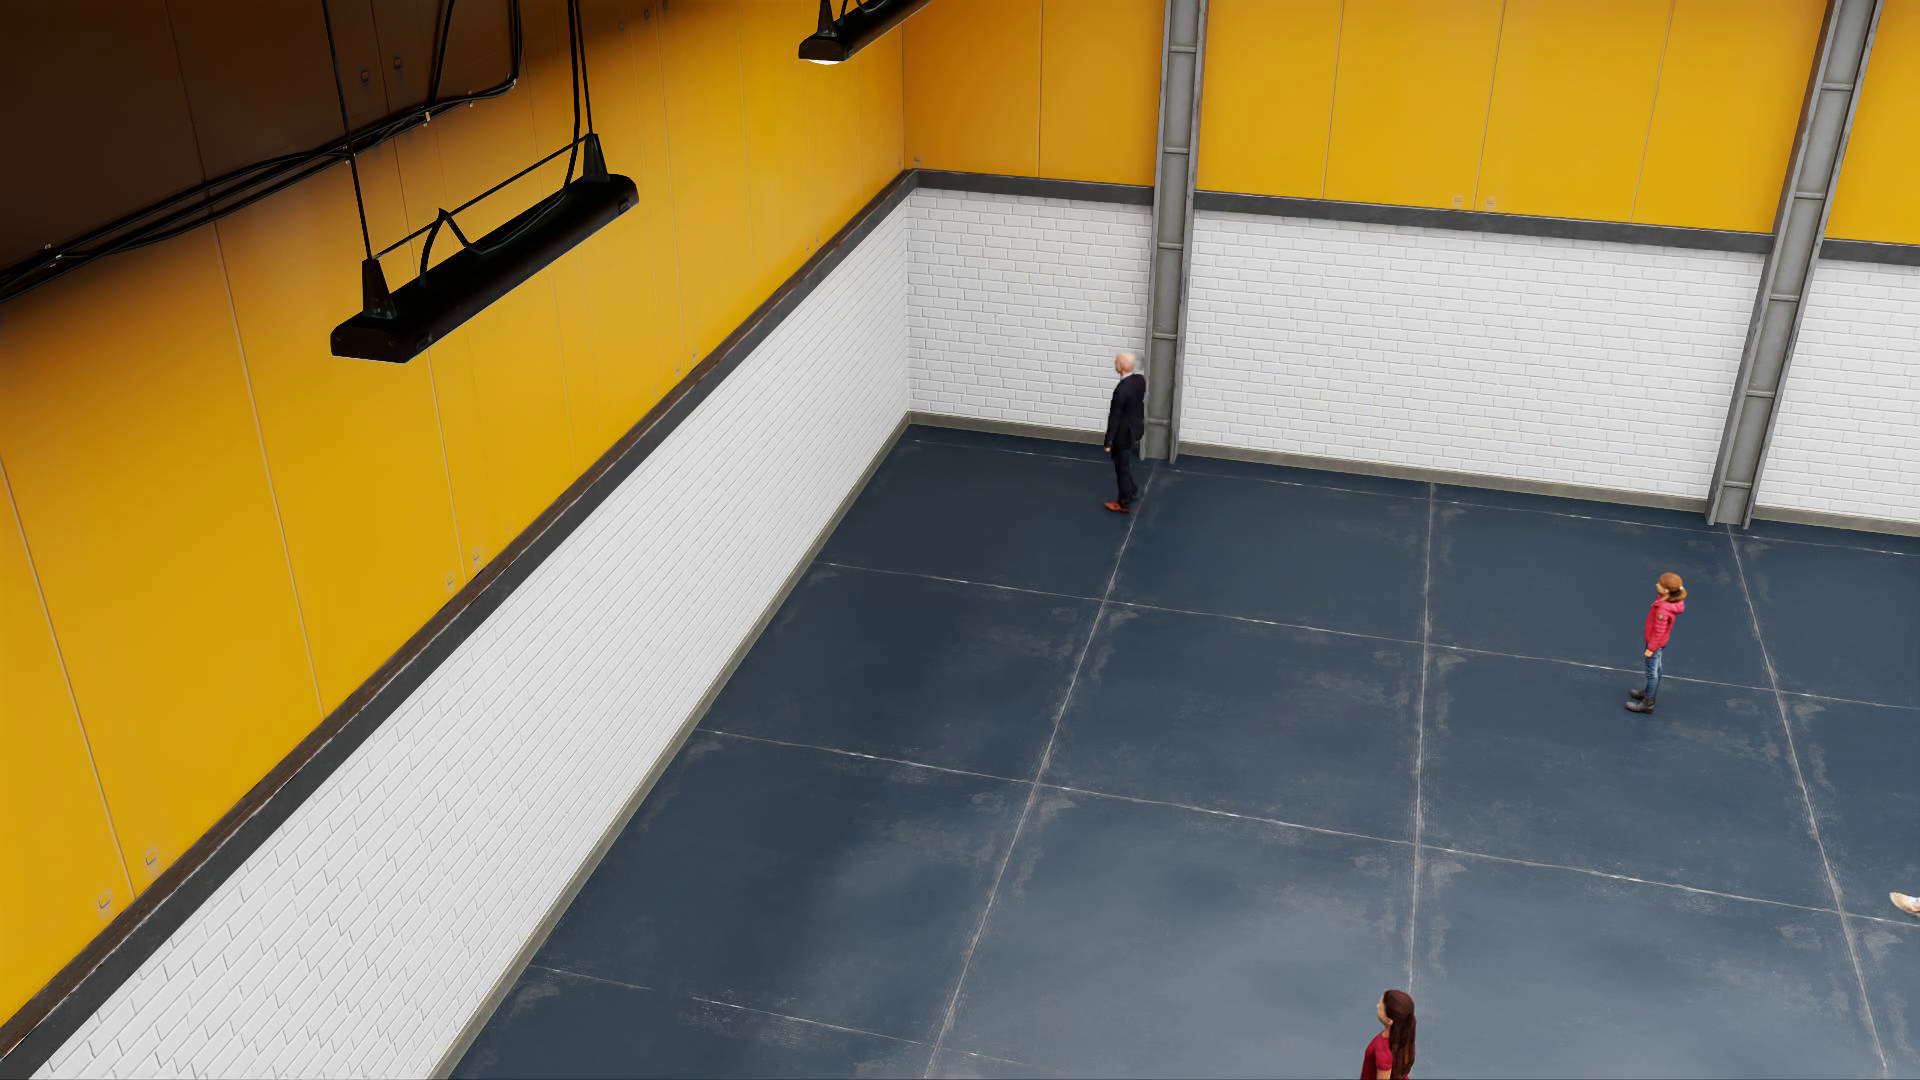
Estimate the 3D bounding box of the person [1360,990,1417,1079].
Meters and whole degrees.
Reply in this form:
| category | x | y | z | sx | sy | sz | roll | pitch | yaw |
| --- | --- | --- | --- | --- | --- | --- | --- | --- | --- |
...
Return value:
| category | x | y | z | sx | sy | sz | roll | pitch | yaw |
| --- | --- | --- | --- | --- | --- | --- | --- | --- | --- |
| person | 2.446 | 3.201 | 9.574 | 0.688 | 1.554 | 0.629 | 18 | 33 | 29 |

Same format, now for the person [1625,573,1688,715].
| category | x | y | z | sx | sy | sz | roll | pitch | yaw |
| --- | --- | --- | --- | --- | --- | --- | --- | --- | --- |
| person | 5.925 | 0.860 | 14.112 | 0.572 | 1.318 | 0.566 | 16 | 33 | 27 |

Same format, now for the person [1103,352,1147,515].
| category | x | y | z | sx | sy | sz | roll | pitch | yaw |
| --- | --- | --- | --- | --- | --- | --- | --- | --- | --- |
| person | 1.780 | -1.084 | 17.178 | 0.754 | 1.793 | 0.800 | 18 | 33 | 30 |
